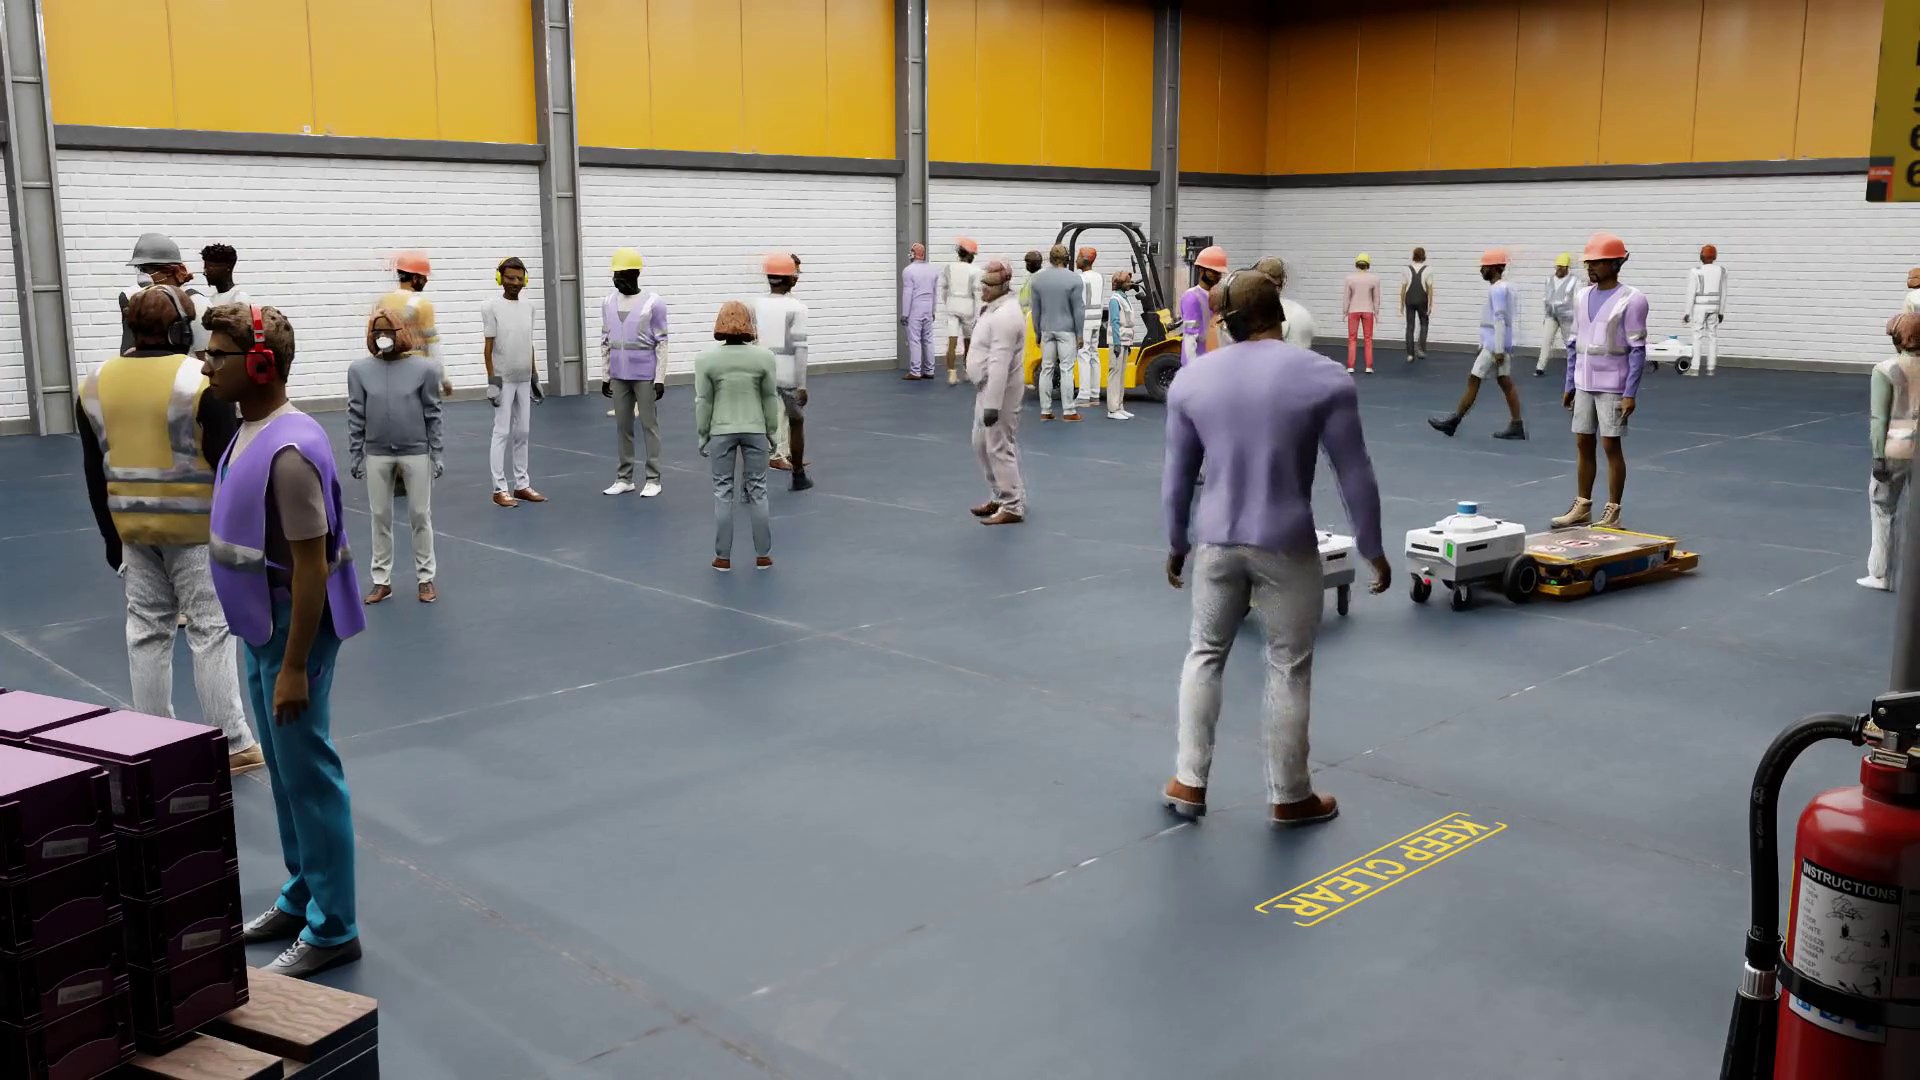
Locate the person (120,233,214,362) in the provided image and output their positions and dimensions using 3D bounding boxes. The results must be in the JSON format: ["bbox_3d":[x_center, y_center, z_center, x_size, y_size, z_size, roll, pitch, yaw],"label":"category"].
[{"bbox_3d":[-4.776,-0.817,9.999,0.689,2.000,0.539,5,12,25],"label":"person"}]

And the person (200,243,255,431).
[{"bbox_3d":[-5.524,-1.265,12.647,0.609,1.965,0.368,10,14,44],"label":"person"}]

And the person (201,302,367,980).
[{"bbox_3d":[-1.843,0.278,4.560,0.390,1.846,0.563,-7,12,-32],"label":"person"}]

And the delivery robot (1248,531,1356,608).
[{"bbox_3d":[1.770,0.110,8.744,0.707,0.478,0.477,-10,14,-43],"label":"delivery robot"}]

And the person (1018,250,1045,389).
[{"bbox_3d":[0.928,-2.884,21.872,0.550,1.818,0.643,-3,11,-17],"label":"person"}]

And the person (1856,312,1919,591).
[{"bbox_3d":[5.357,-0.458,9.249,0.521,1.607,0.659,-1,10,-7],"label":"person"}]

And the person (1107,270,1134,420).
[{"bbox_3d":[1.769,-2.154,18.384,0.308,1.641,0.514,3,11,18],"label":"person"}]

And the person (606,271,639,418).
[{"bbox_3d":[-3.731,-2.203,18.488,0.535,1.700,0.318,9,14,41],"label":"person"}]

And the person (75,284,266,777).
[{"bbox_3d":[-2.912,-0.022,6.207,0.622,1.845,0.430,2,11,11],"label":"person"}]

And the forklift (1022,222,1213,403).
[{"bbox_3d":[1.935,-2.847,20.651,2.313,2.155,1.214,2,11,13],"label":"forklift"}]

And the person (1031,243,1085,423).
[{"bbox_3d":[1.067,-2.232,17.996,0.628,1.940,0.373,6,12,28],"label":"person"}]

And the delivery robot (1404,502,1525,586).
[{"bbox_3d":[2.782,0.033,9.161,0.707,0.478,0.477,-8,13,-36],"label":"delivery robot"}]

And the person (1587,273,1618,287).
[{"bbox_3d":[9.203,-3.310,23.964,0.402,1.905,0.652,8,13,36],"label":"person"}]

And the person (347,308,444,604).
[{"bbox_3d":[-3.098,-0.458,9.153,0.507,1.632,0.267,-1,10,-7],"label":"person"}]

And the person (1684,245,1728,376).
[{"bbox_3d":[10.749,-3.303,23.981,0.584,1.882,0.338,-1,10,-6],"label":"person"}]

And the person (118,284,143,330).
[{"bbox_3d":[-6.710,-1.481,13.953,0.391,1.919,0.590,6,12,32],"label":"person"}]

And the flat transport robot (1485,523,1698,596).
[{"bbox_3d":[3.673,0.102,9.815,1.431,0.197,0.652,-8,13,-36],"label":"flat transport robot"}]

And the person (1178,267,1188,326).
[{"bbox_3d":[3.364,-3.204,23.399,0.743,1.901,0.598,0,10,-3],"label":"person"}]

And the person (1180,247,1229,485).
[{"bbox_3d":[2.005,-1.422,13.608,0.374,1.928,0.542,6,12,29],"label":"person"}]

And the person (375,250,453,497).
[{"bbox_3d":[-4.250,-1.301,13.009,0.550,1.906,0.673,7,13,34],"label":"person"}]

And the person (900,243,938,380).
[{"bbox_3d":[-0.600,-3.197,23.347,0.401,1.906,0.650,10,14,43],"label":"person"}]

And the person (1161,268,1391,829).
[{"bbox_3d":[1.057,0.045,5.669,0.803,1.919,0.422,5,12,26],"label":"person"}]

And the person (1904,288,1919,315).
[{"bbox_3d":[9.441,-1.837,16.118,0.590,1.837,0.403,6,12,28],"label":"person"}]

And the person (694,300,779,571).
[{"bbox_3d":[-1.343,-0.622,10.047,0.499,1.633,0.286,-2,11,-13],"label":"person"}]

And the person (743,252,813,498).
[{"bbox_3d":[-1.427,-1.274,12.887,0.554,1.898,0.954,4,11,20],"label":"person"}]

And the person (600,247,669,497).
[{"bbox_3d":[-2.538,-1.293,12.904,0.589,1.927,0.368,4,11,21],"label":"person"}]

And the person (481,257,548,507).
[{"bbox_3d":[-3.348,-1.186,12.501,0.330,1.865,0.518,7,12,33],"label":"person"}]

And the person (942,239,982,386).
[{"bbox_3d":[0.037,-3.088,22.579,0.603,1.973,1.073,3,11,15],"label":"person"}]

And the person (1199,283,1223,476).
[{"bbox_3d":[2.109,-1.262,13.513,0.310,1.642,0.514,-8,13,-36],"label":"person"}]

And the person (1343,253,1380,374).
[{"bbox_3d":[5.881,-3.321,24.405,0.533,1.767,0.326,2,11,10],"label":"person"}]

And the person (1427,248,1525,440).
[{"bbox_3d":[5.215,-1.946,16.568,0.980,1.884,0.575,5,11,23],"label":"person"}]

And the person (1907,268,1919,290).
[{"bbox_3d":[11.615,-2.486,20.230,0.269,1.627,0.501,9,14,41],"label":"person"}]

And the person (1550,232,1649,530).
[{"bbox_3d":[4.320,-1.050,11.261,0.393,2.041,0.613,-5,11,-24],"label":"person"}]

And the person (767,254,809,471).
[{"bbox_3d":[-1.506,-1.537,14.420,0.328,1.862,0.517,2,11,11],"label":"person"}]

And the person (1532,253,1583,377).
[{"bbox_3d":[8.681,-3.245,23.978,0.929,1.777,0.608,-9,14,-42],"label":"person"}]

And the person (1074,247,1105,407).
[{"bbox_3d":[1.494,-2.517,19.705,0.345,1.879,0.584,7,13,35],"label":"person"}]

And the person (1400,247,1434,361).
[{"bbox_3d":[7.391,-3.810,26.903,0.522,1.830,0.577,4,11,22],"label":"person"}]

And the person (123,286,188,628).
[{"bbox_3d":[-4.115,-0.425,8.615,0.525,1.769,0.314,6,12,32],"label":"person"}]

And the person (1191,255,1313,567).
[{"bbox_3d":[1.823,-0.770,10.105,0.637,1.909,0.612,8,13,36],"label":"person"}]

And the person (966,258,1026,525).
[{"bbox_3d":[0.249,-1.013,11.561,0.419,1.860,0.719,-1,10,-7],"label":"person"}]

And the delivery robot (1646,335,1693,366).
[{"bbox_3d":[10.486,-2.776,24.480,0.707,0.478,0.477,7,13,35],"label":"delivery robot"}]
